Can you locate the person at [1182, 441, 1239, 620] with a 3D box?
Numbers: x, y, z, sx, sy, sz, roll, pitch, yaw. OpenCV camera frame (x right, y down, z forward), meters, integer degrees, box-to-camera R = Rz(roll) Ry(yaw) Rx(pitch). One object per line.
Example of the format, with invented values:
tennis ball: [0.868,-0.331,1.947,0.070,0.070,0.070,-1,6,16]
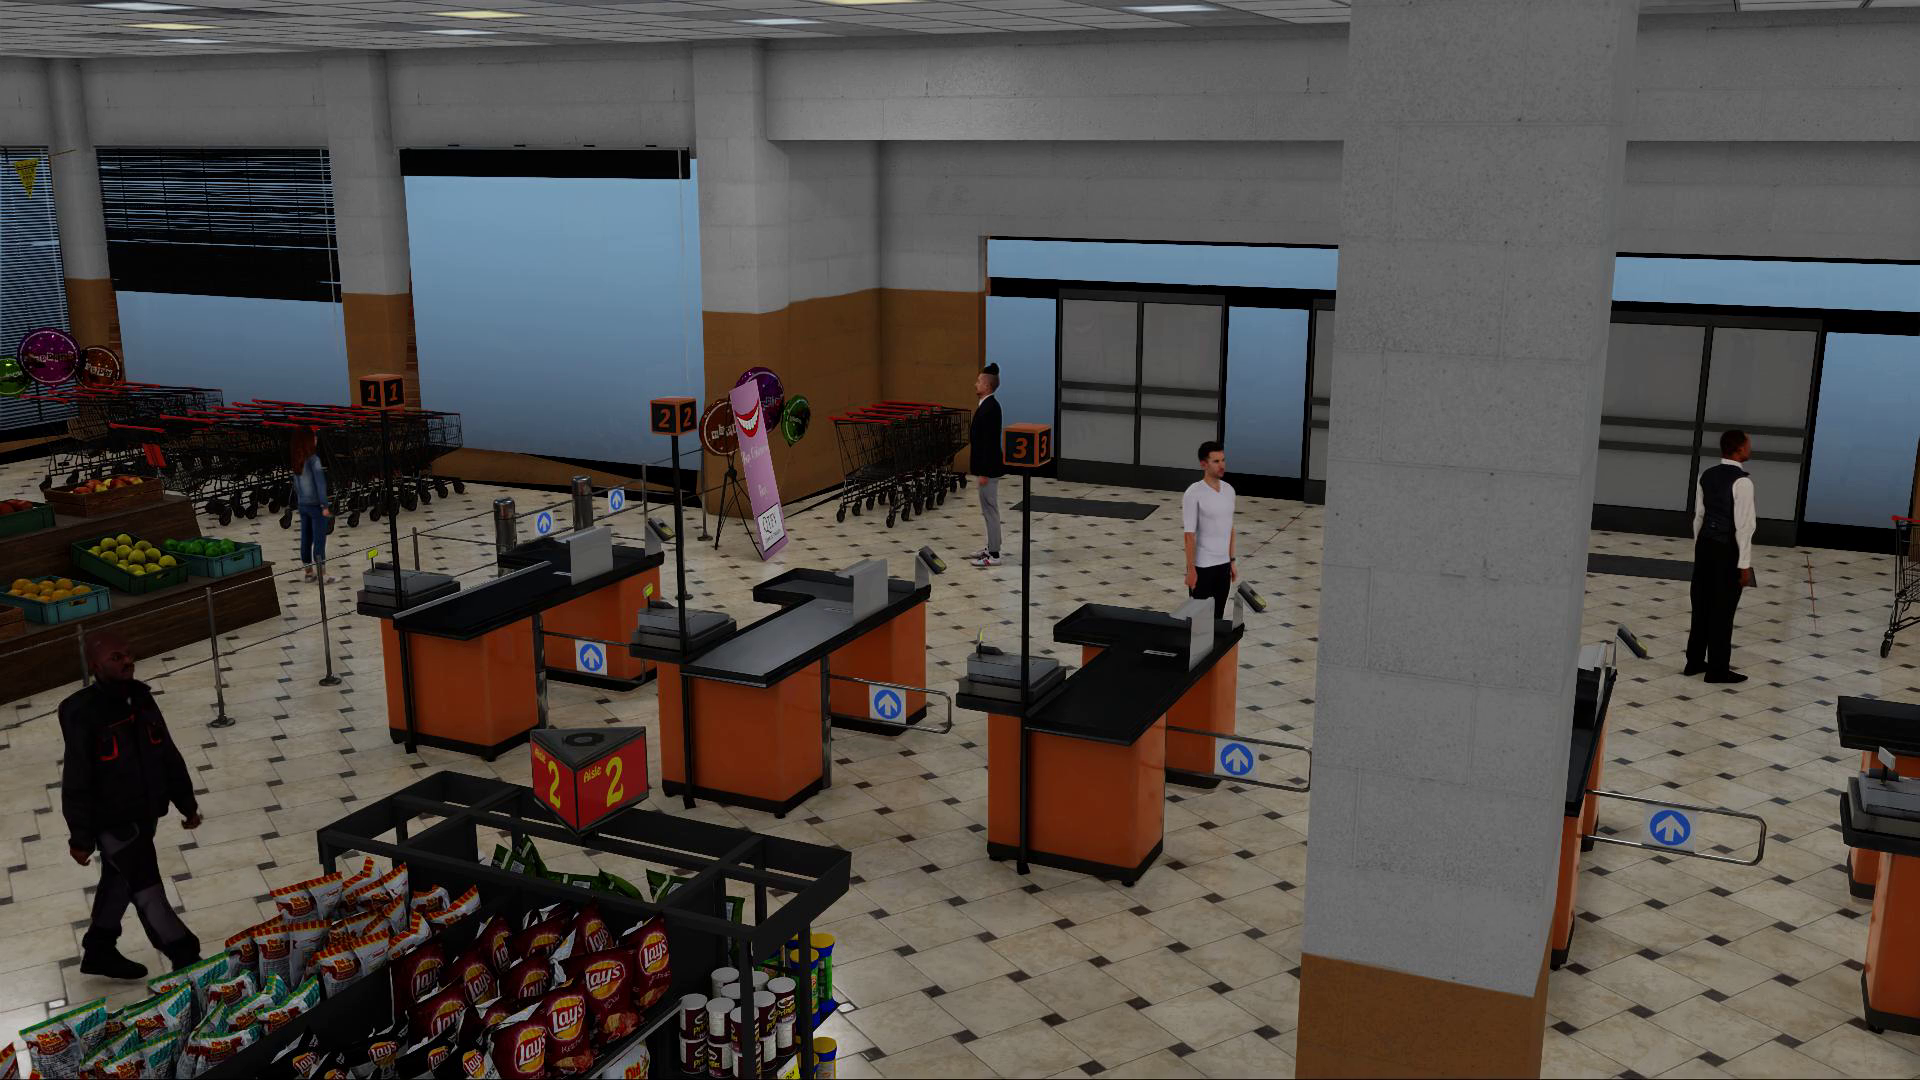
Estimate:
person: [1.862,0.171,12.468,0.676,1.852,0.809,-10,17,-36]

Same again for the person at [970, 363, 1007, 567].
person: [0.273,-0.731,15.979,0.852,1.950,0.684,0,14,1]

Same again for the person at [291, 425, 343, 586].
person: [-5.970,-0.324,15.304,0.592,1.477,0.548,10,17,35]

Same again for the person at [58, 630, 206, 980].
person: [-4.061,1.306,7.926,0.950,1.787,1.174,3,14,12]

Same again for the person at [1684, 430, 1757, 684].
person: [5.744,0.113,12.565,0.835,1.918,0.762,-4,14,-16]
